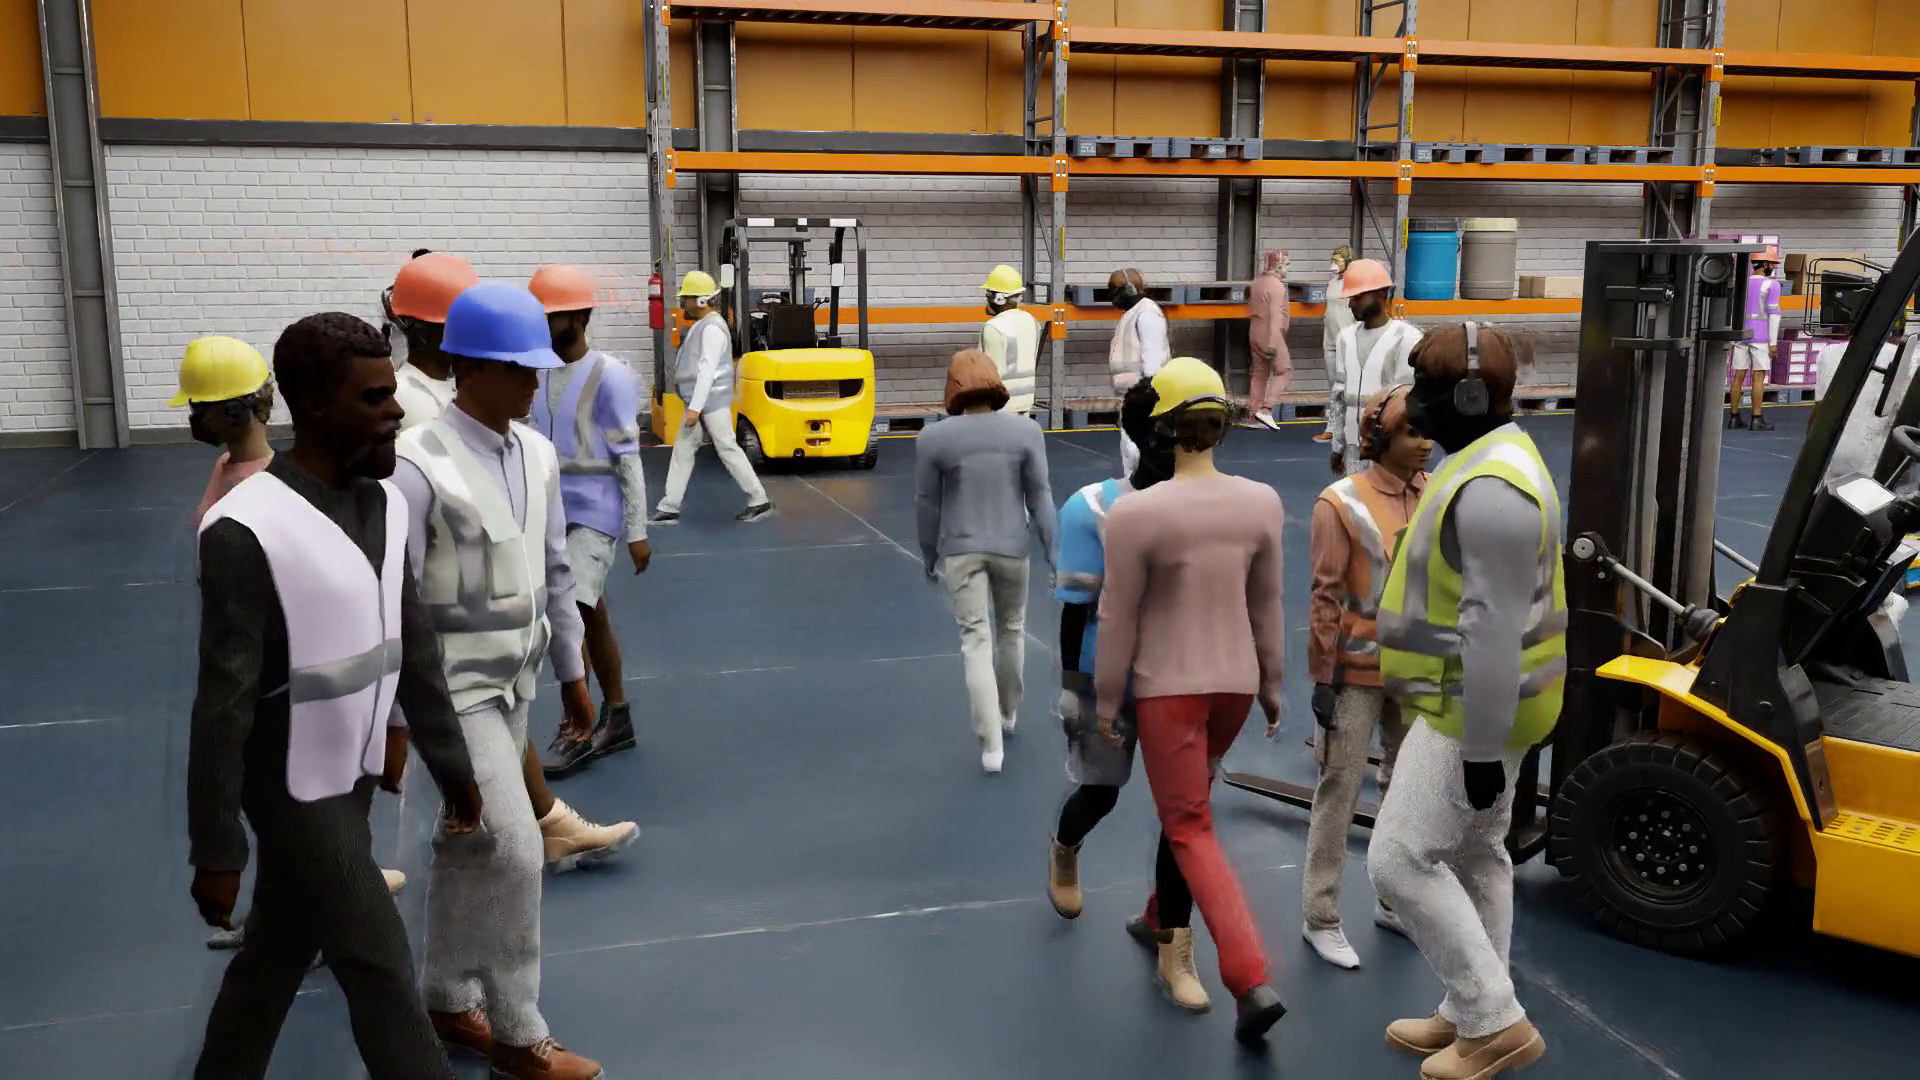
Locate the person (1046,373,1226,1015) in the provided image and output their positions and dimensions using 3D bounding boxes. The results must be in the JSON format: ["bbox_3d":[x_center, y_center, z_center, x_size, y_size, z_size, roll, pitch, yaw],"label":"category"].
[{"bbox_3d":[0.484,0.366,4.577,0.539,1.675,0.755,-2,11,-13],"label":"person"}]

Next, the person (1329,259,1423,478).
[{"bbox_3d":[2.256,-0.535,8.866,0.627,1.910,0.556,-7,12,-34],"label":"person"}]

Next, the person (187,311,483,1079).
[{"bbox_3d":[-1.227,0.492,3.328,0.983,1.874,0.617,1,10,5],"label":"person"}]

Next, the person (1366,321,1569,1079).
[{"bbox_3d":[1.195,0.404,3.934,0.437,1.830,0.629,3,11,18],"label":"person"}]

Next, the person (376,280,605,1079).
[{"bbox_3d":[-1.056,0.359,3.926,0.700,1.915,0.633,3,11,15],"label":"person"}]

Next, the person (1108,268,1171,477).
[{"bbox_3d":[1.335,-0.996,11.684,0.615,1.809,0.676,-1,10,-7],"label":"person"}]

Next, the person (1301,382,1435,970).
[{"bbox_3d":[1.177,0.378,4.626,0.515,1.632,0.311,-5,11,-23],"label":"person"}]

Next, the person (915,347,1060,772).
[{"bbox_3d":[0.098,0.048,6.502,0.546,1.591,0.793,-1,10,-4],"label":"person"}]

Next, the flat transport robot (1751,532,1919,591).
[{"bbox_3d":[5.335,0.130,9.713,1.431,0.197,0.652,-7,12,-34],"label":"flat transport robot"}]

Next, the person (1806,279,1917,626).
[{"bbox_3d":[4.308,-0.328,7.937,0.856,1.847,0.529,-4,11,-22],"label":"person"}]

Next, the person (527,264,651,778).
[{"bbox_3d":[-1.511,-0.066,6.264,0.582,1.914,0.707,9,14,42],"label":"person"}]

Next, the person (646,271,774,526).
[{"bbox_3d":[-1.769,-0.985,11.668,0.923,1.793,0.584,-4,11,-23],"label":"person"}]

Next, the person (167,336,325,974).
[{"bbox_3d":[-1.922,0.328,4.545,0.329,1.763,0.523,-9,14,-41],"label":"person"}]

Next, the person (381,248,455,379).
[{"bbox_3d":[-4.999,-1.721,15.353,0.634,1.907,0.703,-6,12,-32],"label":"person"}]

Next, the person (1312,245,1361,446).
[{"bbox_3d":[3.721,-1.881,16.169,0.371,1.938,0.627,-3,11,-18],"label":"person"}]

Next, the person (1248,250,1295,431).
[{"bbox_3d":[3.256,-2.076,17.373,0.467,1.887,0.664,-3,11,-15],"label":"person"}]

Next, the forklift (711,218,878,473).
[{"bbox_3d":[-1.522,-1.778,14.899,1.214,2.155,2.313,-3,11,-17],"label":"forklift"}]

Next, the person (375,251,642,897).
[{"bbox_3d":[-1.561,0.134,5.035,1.038,1.985,0.605,-2,11,-12],"label":"person"}]

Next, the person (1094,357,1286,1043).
[{"bbox_3d":[0.635,0.393,4.318,0.526,1.720,0.882,-5,11,-24],"label":"person"}]

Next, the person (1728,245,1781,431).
[{"bbox_3d":[8.339,-2.112,17.444,0.376,1.934,0.546,-6,12,-28],"label":"person"}]

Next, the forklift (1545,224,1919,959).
[{"bbox_3d":[2.909,0.117,4.508,2.313,2.155,1.214,9,14,40],"label":"forklift"}]

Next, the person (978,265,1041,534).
[{"bbox_3d":[0.292,-0.912,11.132,0.403,1.837,0.589,6,12,31],"label":"person"}]
